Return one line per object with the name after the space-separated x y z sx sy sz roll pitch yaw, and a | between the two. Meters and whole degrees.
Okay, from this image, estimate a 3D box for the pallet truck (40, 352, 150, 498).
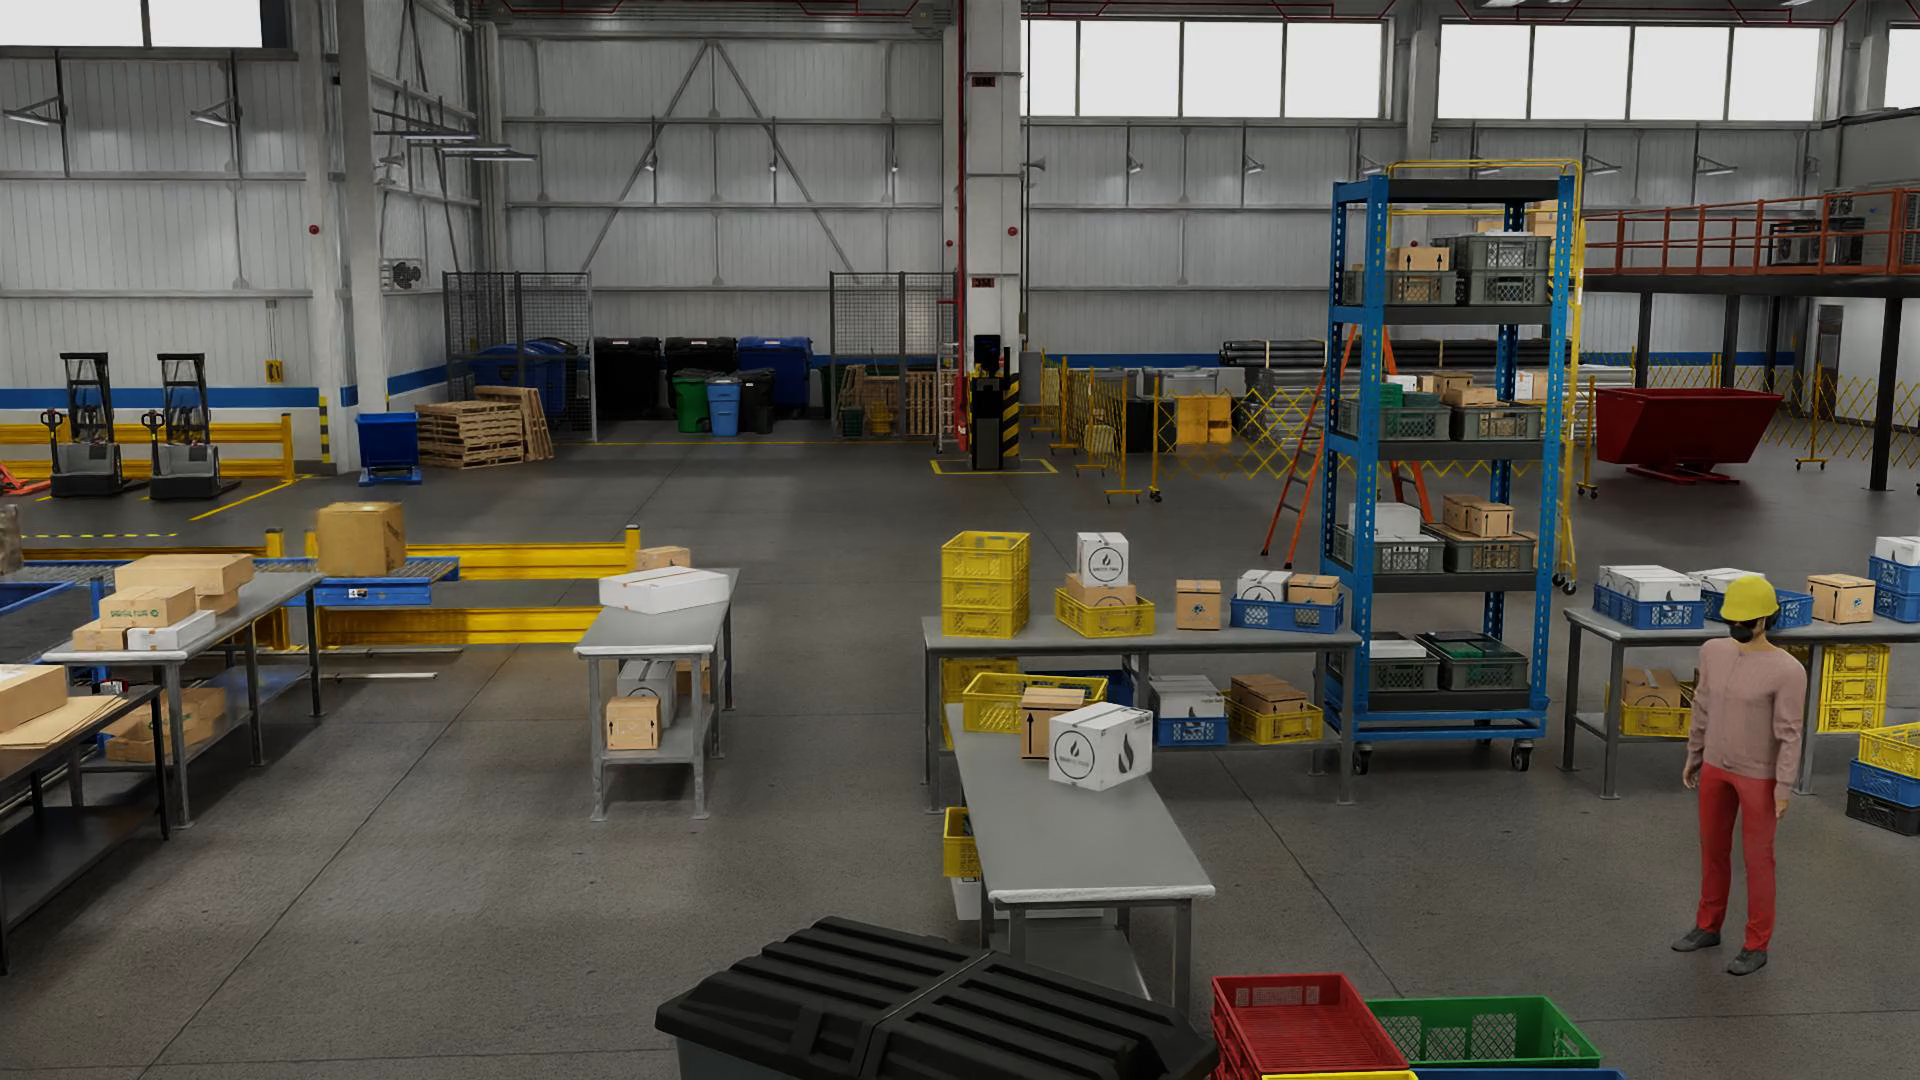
-11.907 -1.642 23.165 0.823 1.965 1.885 0 9 0 | pallet truck

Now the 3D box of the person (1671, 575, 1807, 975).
3.399 1.013 7.259 0.345 1.757 0.534 -5 10 -26 | person

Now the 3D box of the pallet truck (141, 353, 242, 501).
-10.520 -1.604 22.925 0.823 1.965 1.885 -1 9 -6 | pallet truck

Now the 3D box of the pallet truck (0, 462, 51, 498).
-13.193 -1.293 23.148 0.653 1.274 1.630 -1 9 -4 | pallet truck
